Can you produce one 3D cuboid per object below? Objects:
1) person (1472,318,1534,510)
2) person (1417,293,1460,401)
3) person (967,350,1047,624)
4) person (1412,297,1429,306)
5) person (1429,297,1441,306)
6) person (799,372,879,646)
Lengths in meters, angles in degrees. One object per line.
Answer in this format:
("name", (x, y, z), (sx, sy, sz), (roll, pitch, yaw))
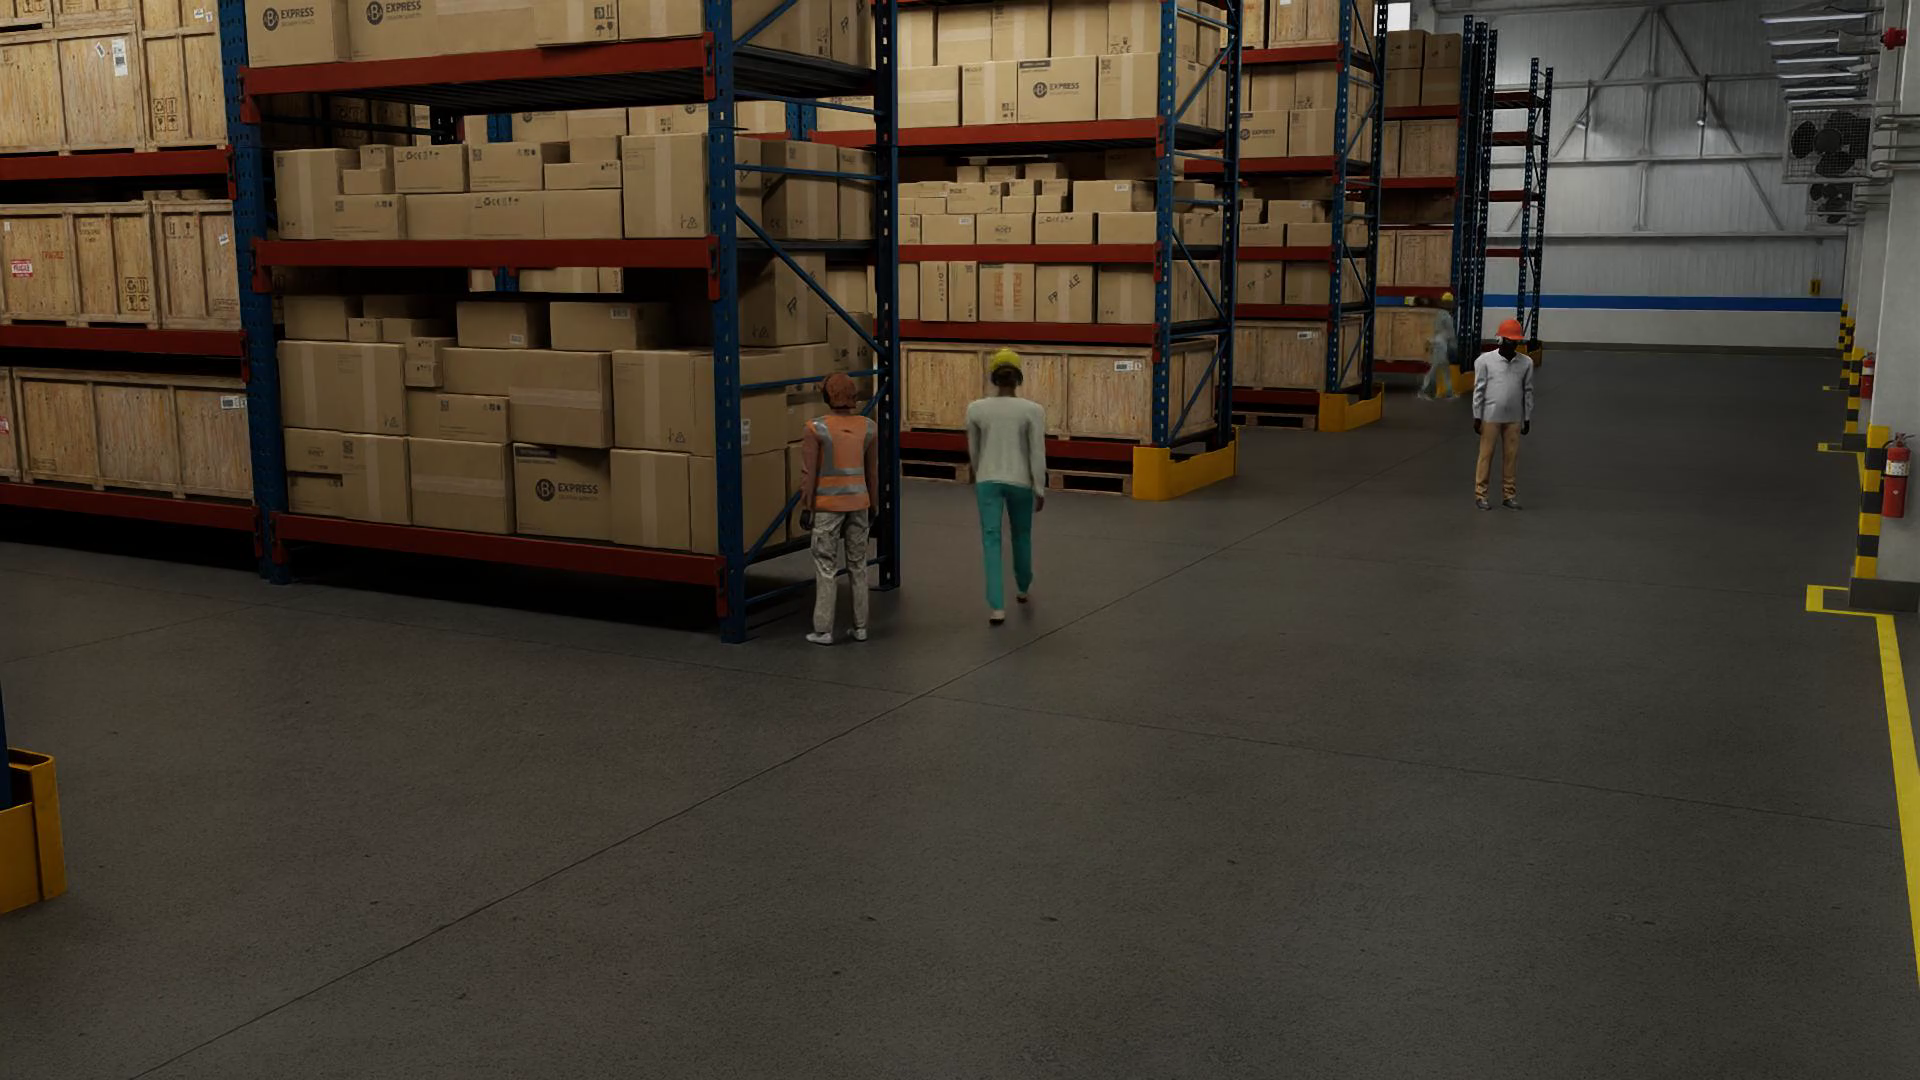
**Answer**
("person", (4.942, -1.137, 15.123), (0.563, 1.743, 0.349), (-1, 10, -4))
("person", (7.572, -3.046, 26.297), (0.728, 1.699, 0.594), (0, 10, 0))
("person", (0.300, -0.356, 10.688), (0.520, 1.708, 0.936), (1, 10, 4))
("person", (10.304, -5.078, 37.746), (0.925, 1.800, 0.594), (6, 11, 30))
("person", (10.465, -4.924, 36.623), (0.648, 1.884, 0.657), (5, 11, 27))
("person", (-0.711, -0.182, 9.920), (0.525, 1.632, 0.312), (-7, 12, -33))
